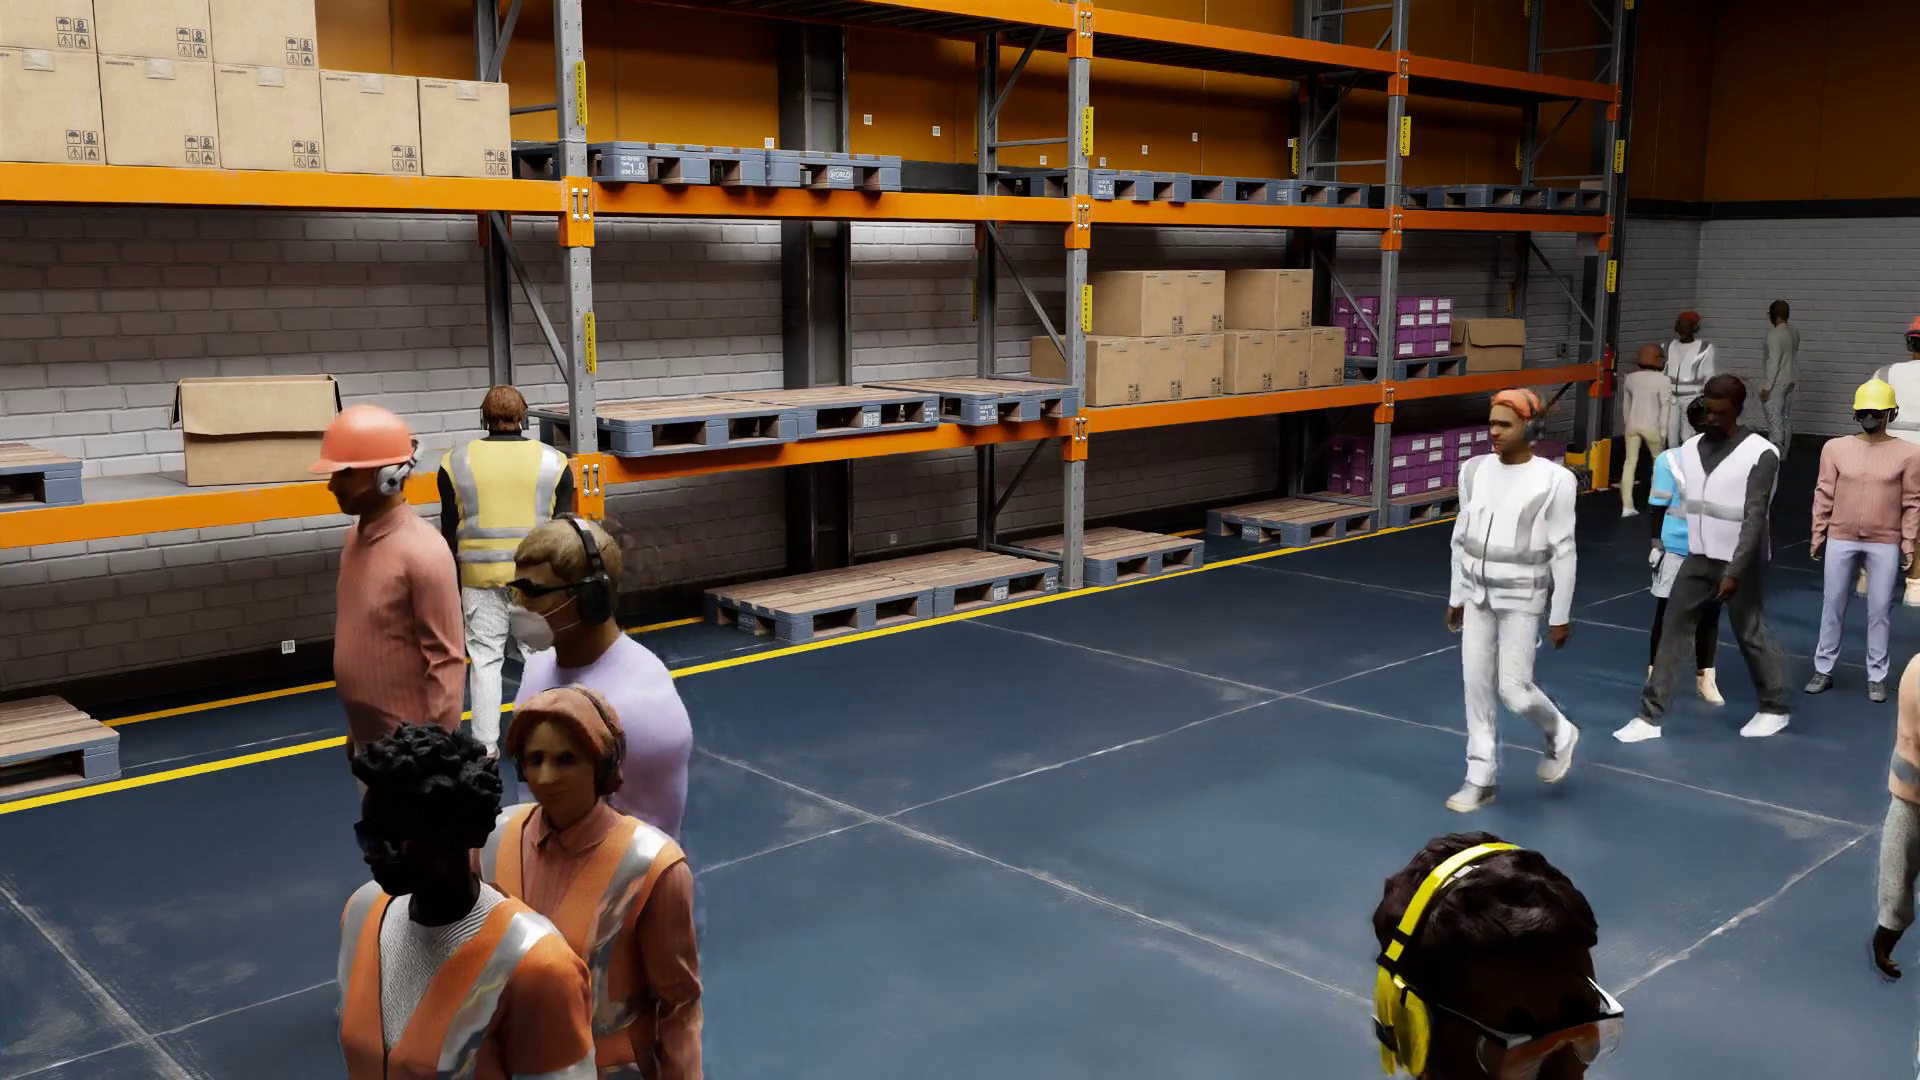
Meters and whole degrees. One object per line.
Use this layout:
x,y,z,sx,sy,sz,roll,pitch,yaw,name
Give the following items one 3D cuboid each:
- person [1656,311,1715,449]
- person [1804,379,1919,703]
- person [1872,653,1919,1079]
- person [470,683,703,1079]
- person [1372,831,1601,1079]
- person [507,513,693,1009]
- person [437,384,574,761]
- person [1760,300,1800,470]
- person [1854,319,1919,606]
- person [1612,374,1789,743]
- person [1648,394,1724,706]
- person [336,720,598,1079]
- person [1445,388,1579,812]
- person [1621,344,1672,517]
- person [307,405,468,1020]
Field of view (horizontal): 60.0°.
7.412,-1.411,17.087,0.411,1.868,0.574,-9,13,-41,person
4.954,0.004,9.121,0.533,1.768,0.310,7,12,35,person
2.329,0.867,3.655,0.597,1.906,0.589,8,13,41,person
-0.730,1.075,3.212,0.523,1.641,0.306,4,11,24,person
0.512,1.206,1.782,0.532,1.868,0.309,-6,11,-31,person
-0.725,0.871,3.660,0.945,1.907,0.643,-8,12,-37,person
-2.134,0.181,7.903,0.620,1.836,0.431,-3,10,-16,person
9.297,-1.756,18.929,0.629,1.937,0.378,-8,13,-41,person
6.683,-0.564,11.692,0.466,2.018,0.660,-7,12,-34,person
3.811,0.106,8.298,0.976,1.870,0.587,-5,11,-25,person
3.992,0.057,9.007,0.531,1.698,0.320,1,10,7,person
-0.833,1.122,2.774,0.540,1.695,0.317,6,11,31,person
2.445,0.260,7.331,0.618,1.866,0.582,-7,12,-34,person
6.486,-1.030,15.611,0.728,1.604,0.521,-7,12,-35,person
-1.736,0.580,5.084,0.402,1.990,0.622,-9,13,-42,person
